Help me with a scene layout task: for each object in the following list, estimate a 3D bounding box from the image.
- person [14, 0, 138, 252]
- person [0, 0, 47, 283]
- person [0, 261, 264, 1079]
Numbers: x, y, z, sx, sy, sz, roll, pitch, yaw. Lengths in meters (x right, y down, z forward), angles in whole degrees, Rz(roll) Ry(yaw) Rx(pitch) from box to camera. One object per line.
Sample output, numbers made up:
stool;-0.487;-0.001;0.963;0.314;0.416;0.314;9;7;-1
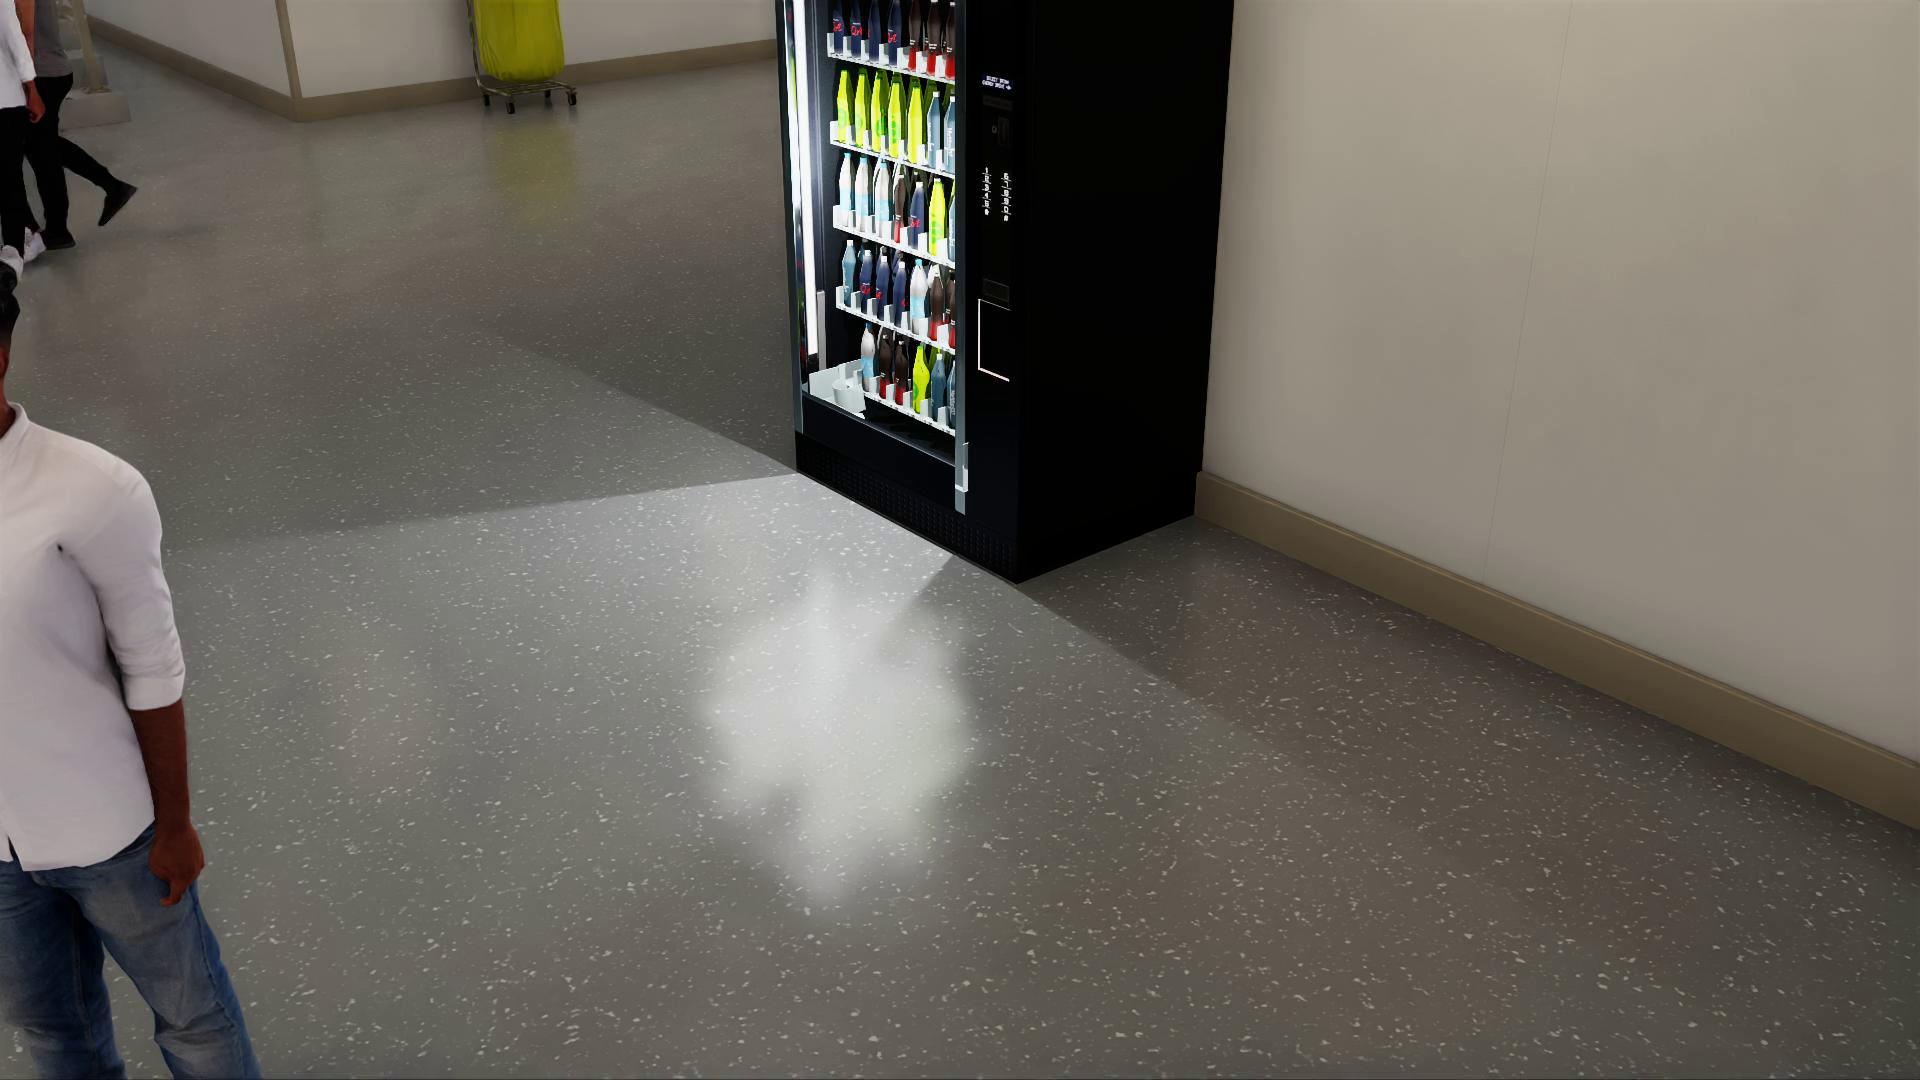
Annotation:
person;-4.592;-2.349;8.438;0.801;1.732;0.867;-11;28;-22
person;-4.685;-2.164;8.016;0.993;1.764;1.187;-5;26;-10
person;-1.444;0.386;2.669;0.734;1.816;0.792;2;26;4
